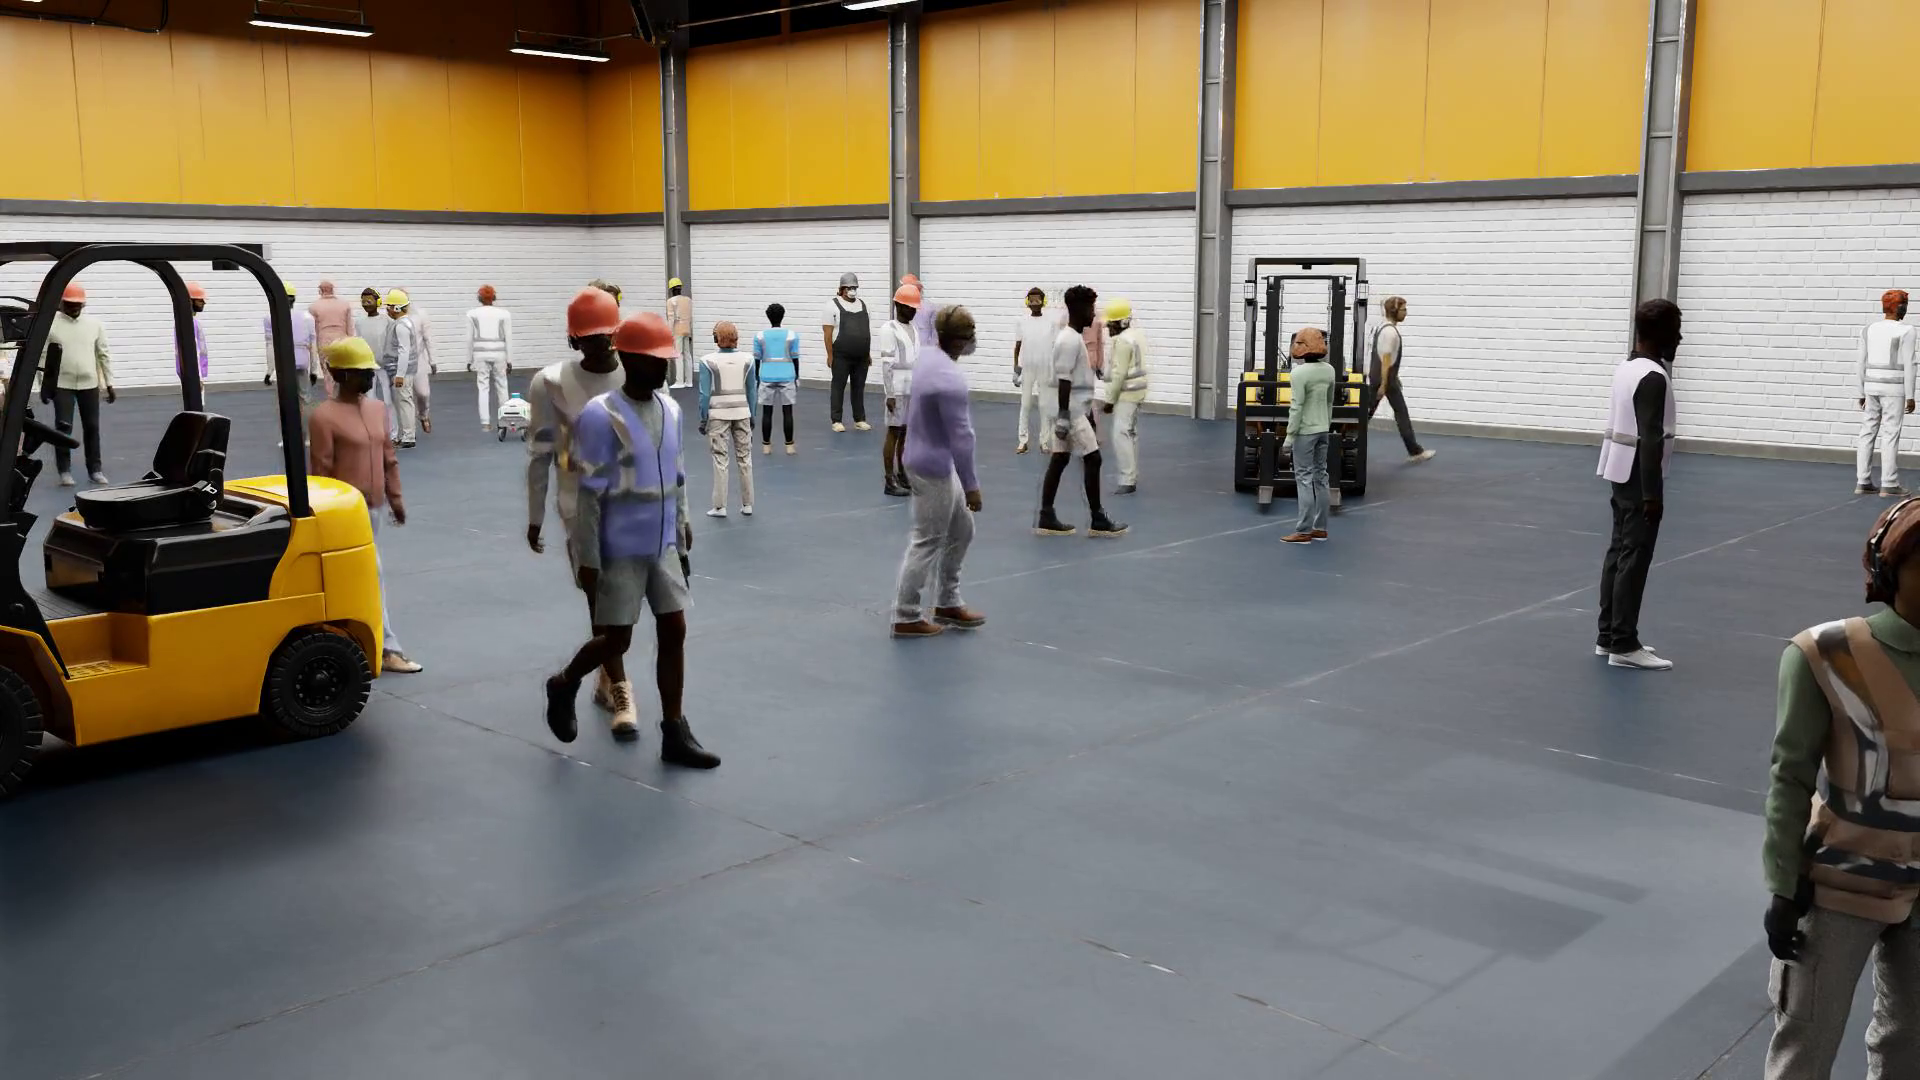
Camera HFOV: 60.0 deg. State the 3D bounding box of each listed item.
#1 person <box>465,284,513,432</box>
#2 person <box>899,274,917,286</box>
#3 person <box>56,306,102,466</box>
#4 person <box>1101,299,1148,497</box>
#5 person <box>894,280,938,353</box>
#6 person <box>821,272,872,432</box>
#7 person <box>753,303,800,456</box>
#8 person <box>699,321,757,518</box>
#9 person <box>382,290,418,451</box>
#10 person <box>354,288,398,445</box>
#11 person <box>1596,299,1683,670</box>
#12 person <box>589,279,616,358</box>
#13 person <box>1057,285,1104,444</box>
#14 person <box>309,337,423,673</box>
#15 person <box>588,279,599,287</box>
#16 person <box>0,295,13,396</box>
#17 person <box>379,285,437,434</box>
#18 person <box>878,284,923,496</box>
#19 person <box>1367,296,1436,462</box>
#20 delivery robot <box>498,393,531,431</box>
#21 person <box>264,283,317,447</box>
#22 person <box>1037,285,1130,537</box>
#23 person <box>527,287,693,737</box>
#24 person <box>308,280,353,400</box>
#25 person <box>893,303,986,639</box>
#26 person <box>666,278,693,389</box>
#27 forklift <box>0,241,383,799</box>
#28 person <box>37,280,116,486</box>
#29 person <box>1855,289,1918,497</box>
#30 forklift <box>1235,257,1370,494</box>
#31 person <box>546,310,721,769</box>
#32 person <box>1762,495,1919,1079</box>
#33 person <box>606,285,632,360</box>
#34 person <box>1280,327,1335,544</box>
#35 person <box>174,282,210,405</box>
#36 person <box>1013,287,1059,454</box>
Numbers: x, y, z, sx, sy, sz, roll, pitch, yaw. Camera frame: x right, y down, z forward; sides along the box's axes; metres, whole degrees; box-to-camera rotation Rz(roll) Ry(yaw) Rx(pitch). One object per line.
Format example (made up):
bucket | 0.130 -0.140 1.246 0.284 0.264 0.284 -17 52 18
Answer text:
person | -5.997 -2.320 21.229 0.577 1.883 0.356 -3 10 -17
person | -0.830 -3.184 26.200 0.392 1.987 0.611 0 9 2
person | -9.363 -1.704 17.556 0.567 1.846 0.389 -5 10 -27
person | 1.528 -1.319 15.377 0.418 1.795 0.823 2 10 13
person | -0.649 -2.833 24.295 0.651 1.906 0.403 -1 9 -4
person | -1.390 -2.404 21.251 0.689 2.000 0.539 -6 11 -33
person | -2.031 -1.772 18.438 0.533 1.699 0.319 0 9 1
person | -1.931 -1.002 13.881 0.511 1.640 0.308 -5 11 -29
person | -6.411 -1.942 19.053 0.404 1.833 0.590 -3 10 -17
person | -6.667 -1.945 19.011 0.498 1.861 0.327 1 9 6
person | 3.543 -0.295 8.698 0.376 1.915 0.600 1 9 9
person | -4.556 -2.322 21.063 0.372 1.940 0.630 2 10 14
person | 1.327 -2.063 19.683 0.896 1.872 0.657 7 11 36
person | -3.179 -0.193 8.649 0.859 1.732 0.531 3 10 20
person | -5.584 -3.142 26.171 0.755 1.916 0.636 4 10 21
person | -12.255 -2.326 21.165 0.836 1.904 0.579 3 10 20
person | -6.740 -2.156 20.234 0.692 1.882 0.520 -3 10 -17
person | -0.504 -1.369 15.254 0.373 1.928 0.543 5 11 29
person | 4.570 -1.700 17.758 1.016 1.787 0.509 -1 9 -4
delivery robot | -5.394 -1.540 20.210 0.477 0.478 0.707 -1 9 -7
person | -7.808 -2.027 19.432 0.595 1.922 0.467 -8 12 -41
person | 0.984 -0.985 12.837 0.850 1.933 0.623 0 9 3
person | -1.563 -0.131 7.476 0.708 1.981 0.900 -4 10 -21
person | -9.731 -3.056 25.692 0.676 1.891 0.432 -6 11 -35
person | -0.079 -0.363 9.230 0.633 1.885 0.716 -1 9 -6
person | -4.874 -3.574 28.809 0.397 1.914 0.589 6 11 33
forklift | -3.706 -0.171 7.093 1.214 2.155 2.313 9 13 43
person | -8.424 -1.489 15.877 0.493 1.968 0.651 9 13 44
person | 8.452 -1.333 15.171 0.355 1.883 0.572 -4 10 -21
forklift | 3.309 -1.629 16.029 1.214 2.155 2.313 2 9 11
person | -1.383 -0.003 6.936 0.780 1.913 0.564 6 11 32
person | 1.848 0.721 3.316 0.513 1.642 0.311 0 9 0
person | -4.760 -2.618 23.175 0.548 1.846 0.406 2 10 13
person | 2.629 -0.785 12.569 0.499 1.634 0.279 -8 12 -42
person | -8.078 -1.755 17.589 0.373 1.934 0.552 -6 11 -32
person | 0.854 -1.892 18.640 0.526 1.869 0.315 1 9 5
